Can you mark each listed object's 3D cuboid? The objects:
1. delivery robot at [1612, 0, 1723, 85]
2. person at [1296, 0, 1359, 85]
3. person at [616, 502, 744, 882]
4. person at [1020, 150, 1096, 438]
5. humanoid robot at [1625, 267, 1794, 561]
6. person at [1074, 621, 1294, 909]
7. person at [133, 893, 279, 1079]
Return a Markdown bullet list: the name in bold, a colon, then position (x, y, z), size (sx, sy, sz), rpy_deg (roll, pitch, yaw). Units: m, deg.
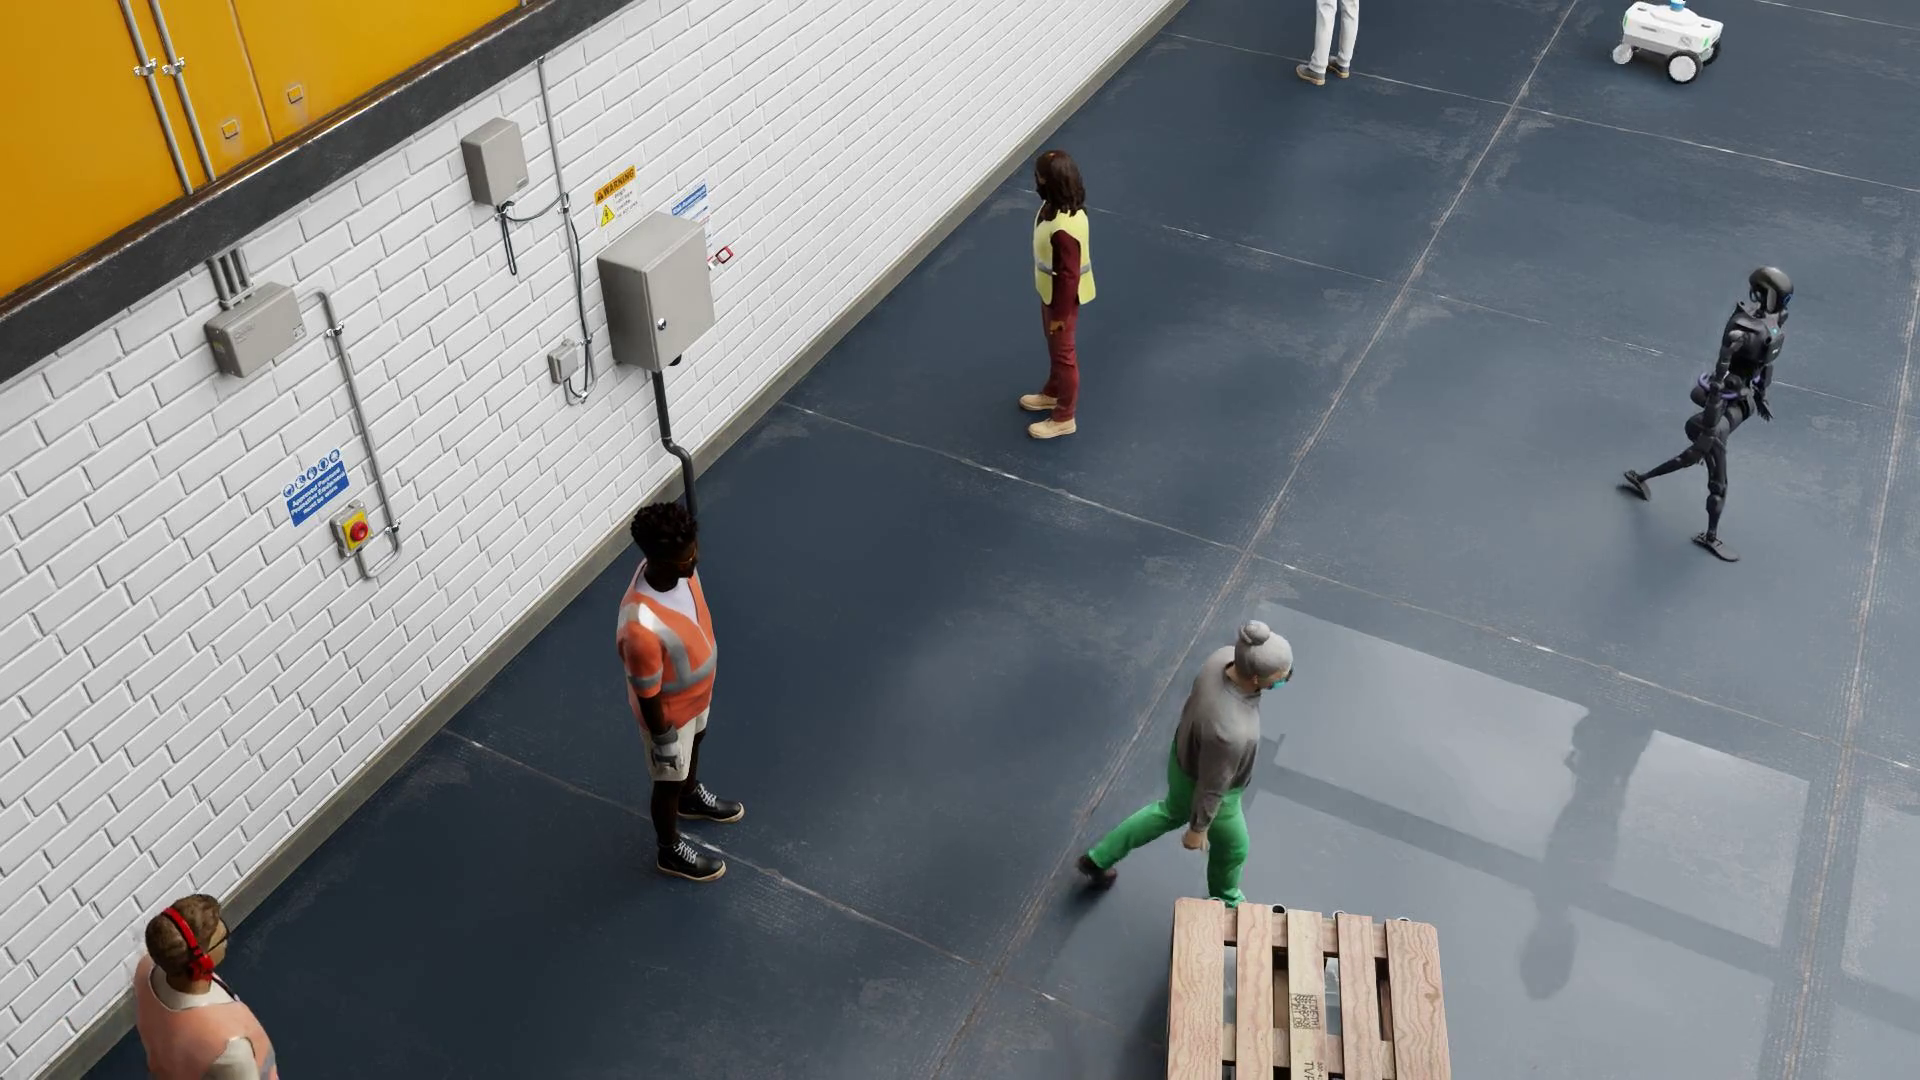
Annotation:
- **delivery robot**: position (5.671, -4.024, 13.269), size (0.754, 0.575, 0.499), rpy_deg (27, 48, 28)
- **person**: position (2.905, -4.428, 12.737), size (0.573, 1.882, 0.361), rpy_deg (-17, 44, -18)
- **person**: position (-1.159, 0.621, 6.831), size (0.381, 1.957, 0.600), rpy_deg (6, 41, 7)
- **person**: position (0.557, -1.361, 9.267), size (0.377, 1.769, 0.466), rpy_deg (-3, 41, -3)
- **humanoid robot**: position (3.963, -0.720, 8.645), size (0.601, 1.650, 0.770), rpy_deg (-28, 48, -28)
- **person**: position (0.916, 0.903, 6.603), size (0.818, 1.819, 0.596), rpy_deg (2, 41, 3)
- **person**: position (-2.429, 1.891, 5.455), size (0.628, 1.818, 0.588), rpy_deg (-33, 51, -32)
